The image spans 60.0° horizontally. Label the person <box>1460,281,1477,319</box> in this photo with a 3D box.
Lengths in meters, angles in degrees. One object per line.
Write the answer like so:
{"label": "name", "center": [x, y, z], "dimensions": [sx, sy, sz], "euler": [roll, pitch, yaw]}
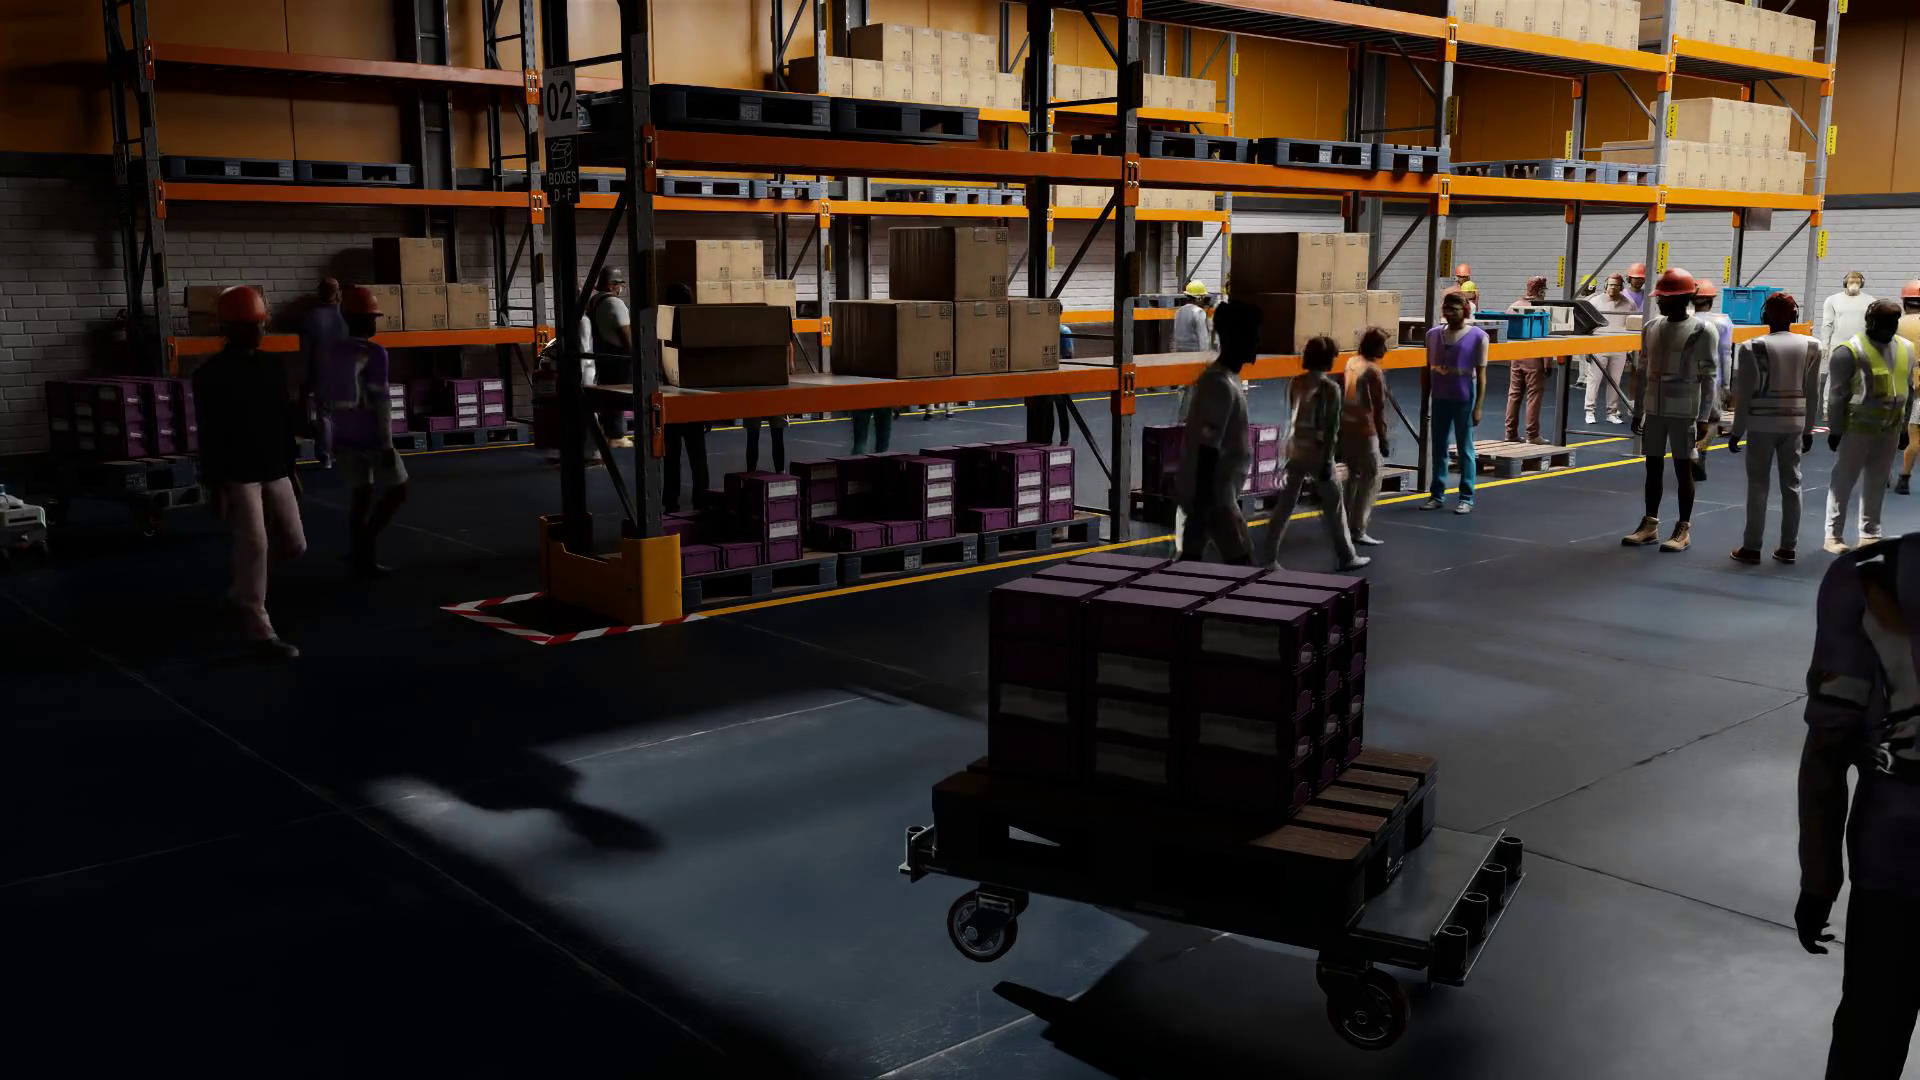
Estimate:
{"label": "person", "center": [7.698, -3.058, 25.312], "dimensions": [0.294, 1.744, 0.487], "euler": [-4, 11, -23]}

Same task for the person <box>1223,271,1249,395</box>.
{"label": "person", "center": [4.197, -3.157, 25.349], "dimensions": [0.631, 1.932, 0.354], "euler": [-9, 13, -43]}

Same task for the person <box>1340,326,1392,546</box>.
{"label": "person", "center": [2.971, -0.773, 12.322], "dimensions": [0.338, 1.624, 0.562], "euler": [-2, 10, -13]}

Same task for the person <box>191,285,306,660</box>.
{"label": "person", "center": [-3.769, -0.350, 8.779], "dimensions": [0.519, 1.976, 0.637], "euler": [4, 10, 21]}

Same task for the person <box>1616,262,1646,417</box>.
{"label": "person", "center": [8.871, -2.628, 21.924], "dimensions": [0.615, 2.038, 0.395], "euler": [-1, 10, -5]}

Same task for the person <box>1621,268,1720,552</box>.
{"label": "person", "center": [5.109, -0.931, 11.987], "dimensions": [0.386, 2.039, 0.615], "euler": [-6, 11, -32]}

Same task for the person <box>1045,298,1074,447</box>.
{"label": "person", "center": [0.985, -1.715, 17.576], "dimensions": [0.321, 1.699, 0.537], "euler": [-7, 12, -36]}

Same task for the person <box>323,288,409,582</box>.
{"label": "person", "center": [-3.855, -0.673, 10.830], "dimensions": [0.565, 1.918, 0.402], "euler": [6, 11, 30]}

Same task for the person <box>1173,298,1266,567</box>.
{"label": "person", "center": [1.207, -0.257, 8.419], "dimensions": [0.910, 1.928, 0.605], "euler": [0, 10, -1]}

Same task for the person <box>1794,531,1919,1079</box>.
{"label": "person", "center": [1.913, 0.631, 3.170], "dimensions": [0.587, 1.929, 0.361], "euler": [3, 10, 17]}

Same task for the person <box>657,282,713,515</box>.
{"label": "person", "center": [-2.154, -1.025, 12.889], "dimensions": [0.591, 1.922, 0.391], "euler": [3, 10, 19]}

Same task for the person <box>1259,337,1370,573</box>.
{"label": "person", "center": [2.353, -0.554, 11.084], "dimensions": [0.855, 1.593, 0.524], "euler": [-5, 11, -29]}

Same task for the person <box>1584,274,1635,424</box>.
{"label": "person", "center": [8.235, -2.414, 21.078], "dimensions": [0.641, 1.904, 0.401], "euler": [0, 10, -2]}

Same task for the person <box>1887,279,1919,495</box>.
{"label": "person", "center": [8.585, -1.391, 15.070], "dimensions": [0.557, 1.905, 0.860], "euler": [5, 11, 25]}

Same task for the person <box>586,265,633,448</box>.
{"label": "person", "center": [-3.847, -2.052, 18.552], "dimensions": [0.537, 2.000, 0.700], "euler": [-8, 12, -38]}

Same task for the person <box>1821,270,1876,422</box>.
{"label": "person", "center": [11.358, -2.468, 21.290], "dimensions": [0.631, 1.940, 0.372], "euler": [4, 10, 20]}

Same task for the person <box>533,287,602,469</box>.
{"label": "person", "center": [-3.914, -1.599, 16.421], "dimensions": [0.801, 1.856, 0.614], "euler": [-7, 12, -34]}

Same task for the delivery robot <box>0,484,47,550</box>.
{"label": "delivery robot", "center": [-6.603, -0.142, 11.428], "dimensions": [0.707, 0.478, 0.477], "euler": [7, 12, 35]}

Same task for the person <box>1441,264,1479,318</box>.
{"label": "person", "center": [7.850, -3.322, 26.120], "dimensions": [0.622, 1.993, 0.384], "euler": [-1, 10, -8]}

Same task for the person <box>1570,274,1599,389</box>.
{"label": "person", "center": [10.029, -3.330, 26.644], "dimensions": [0.404, 1.833, 0.590], "euler": [0, 10, 3]}

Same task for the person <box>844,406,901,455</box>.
{"label": "person", "center": [-0.774, -1.221, 14.536], "dimensions": [0.534, 1.745, 0.583], "euler": [1, 10, 8]}

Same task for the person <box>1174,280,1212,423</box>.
{"label": "person", "center": [2.829, -2.212, 20.093], "dimensions": [0.403, 1.834, 0.589], "euler": [-5, 11, -27]}

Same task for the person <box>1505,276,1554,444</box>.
{"label": "person", "center": [6.479, -2.031, 18.857], "dimensions": [0.404, 1.900, 0.645], "euler": [-6, 11, -30]}

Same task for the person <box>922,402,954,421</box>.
{"label": "person", "center": [-0.293, -2.445, 21.466], "dimensions": [0.600, 1.829, 0.404], "euler": [-2, 10, -11]}

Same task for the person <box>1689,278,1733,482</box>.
{"label": "person", "center": [6.898, -1.477, 15.524], "dimensions": [0.581, 1.924, 0.445], "euler": [7, 12, 35]}

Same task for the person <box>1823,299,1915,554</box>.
{"label": "person", "center": [6.477, -0.797, 11.850], "dimensions": [0.645, 1.832, 0.431], "euler": [-2, 10, -11]}

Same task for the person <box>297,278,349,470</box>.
{"label": "person", "center": [-6.219, -1.644, 16.556], "dimensions": [0.642, 1.909, 0.410], "euler": [-3, 10, -19]}

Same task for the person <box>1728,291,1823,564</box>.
{"label": "person", "center": [5.612, -0.765, 11.472], "dimensions": [0.572, 1.886, 0.355], "euler": [0, 10, 2]}

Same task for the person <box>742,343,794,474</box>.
{"label": "person", "center": [-1.757, -1.269, 14.970], "dimensions": [0.535, 1.700, 0.318], "euler": [-1, 10, -4]}

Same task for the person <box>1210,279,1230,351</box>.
{"label": "person", "center": [3.631, -2.615, 22.442], "dimensions": [0.533, 1.848, 0.588], "euler": [0, 10, -2]}

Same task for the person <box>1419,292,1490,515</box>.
{"label": "person", "center": [4.096, -1.134, 13.784], "dimensions": [0.386, 1.837, 0.564], "euler": [-9, 13, -42]}
